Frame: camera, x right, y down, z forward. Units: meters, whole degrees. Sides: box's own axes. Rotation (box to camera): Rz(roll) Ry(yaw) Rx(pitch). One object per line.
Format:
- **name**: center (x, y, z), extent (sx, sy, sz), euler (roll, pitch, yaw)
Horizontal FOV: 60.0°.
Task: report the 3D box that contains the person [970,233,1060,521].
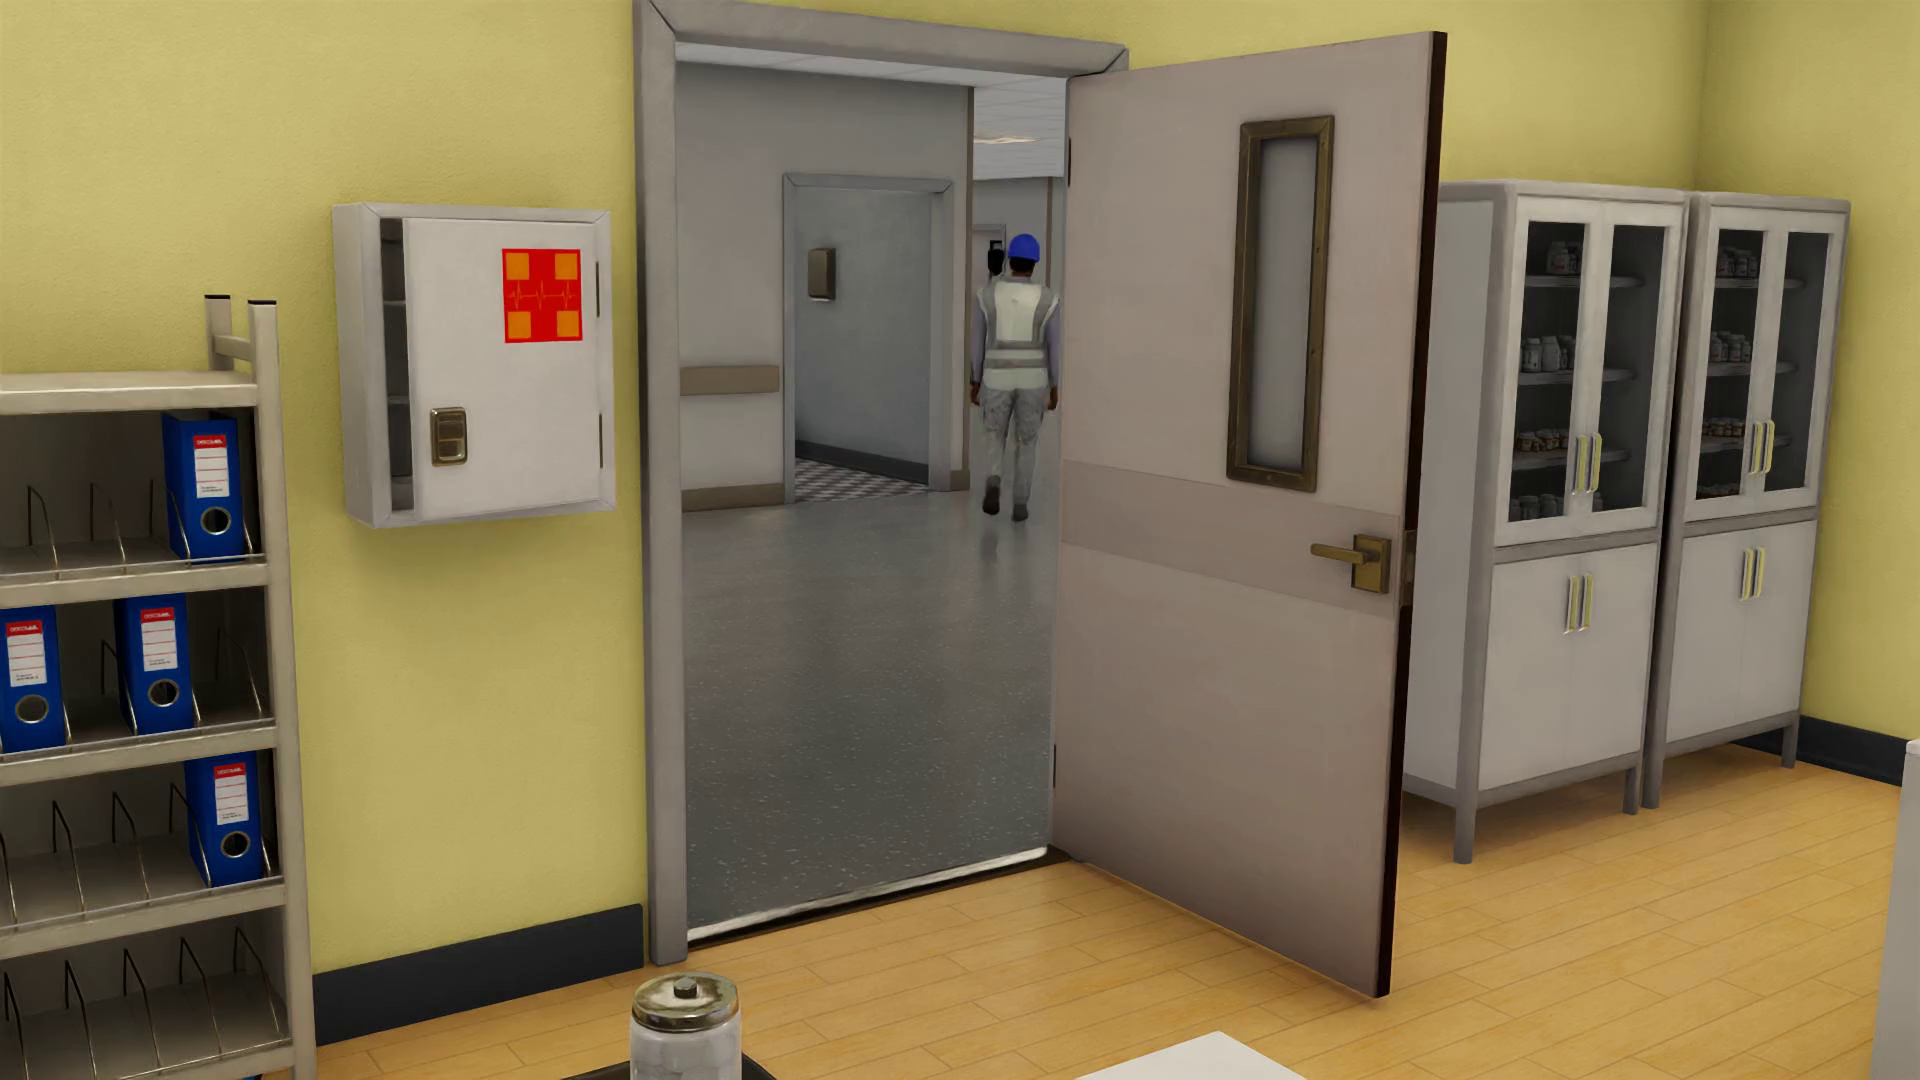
- **person**: center (0.378, -1.072, 11.119), extent (0.638, 1.932, 0.541), euler (2, 10, 7)
